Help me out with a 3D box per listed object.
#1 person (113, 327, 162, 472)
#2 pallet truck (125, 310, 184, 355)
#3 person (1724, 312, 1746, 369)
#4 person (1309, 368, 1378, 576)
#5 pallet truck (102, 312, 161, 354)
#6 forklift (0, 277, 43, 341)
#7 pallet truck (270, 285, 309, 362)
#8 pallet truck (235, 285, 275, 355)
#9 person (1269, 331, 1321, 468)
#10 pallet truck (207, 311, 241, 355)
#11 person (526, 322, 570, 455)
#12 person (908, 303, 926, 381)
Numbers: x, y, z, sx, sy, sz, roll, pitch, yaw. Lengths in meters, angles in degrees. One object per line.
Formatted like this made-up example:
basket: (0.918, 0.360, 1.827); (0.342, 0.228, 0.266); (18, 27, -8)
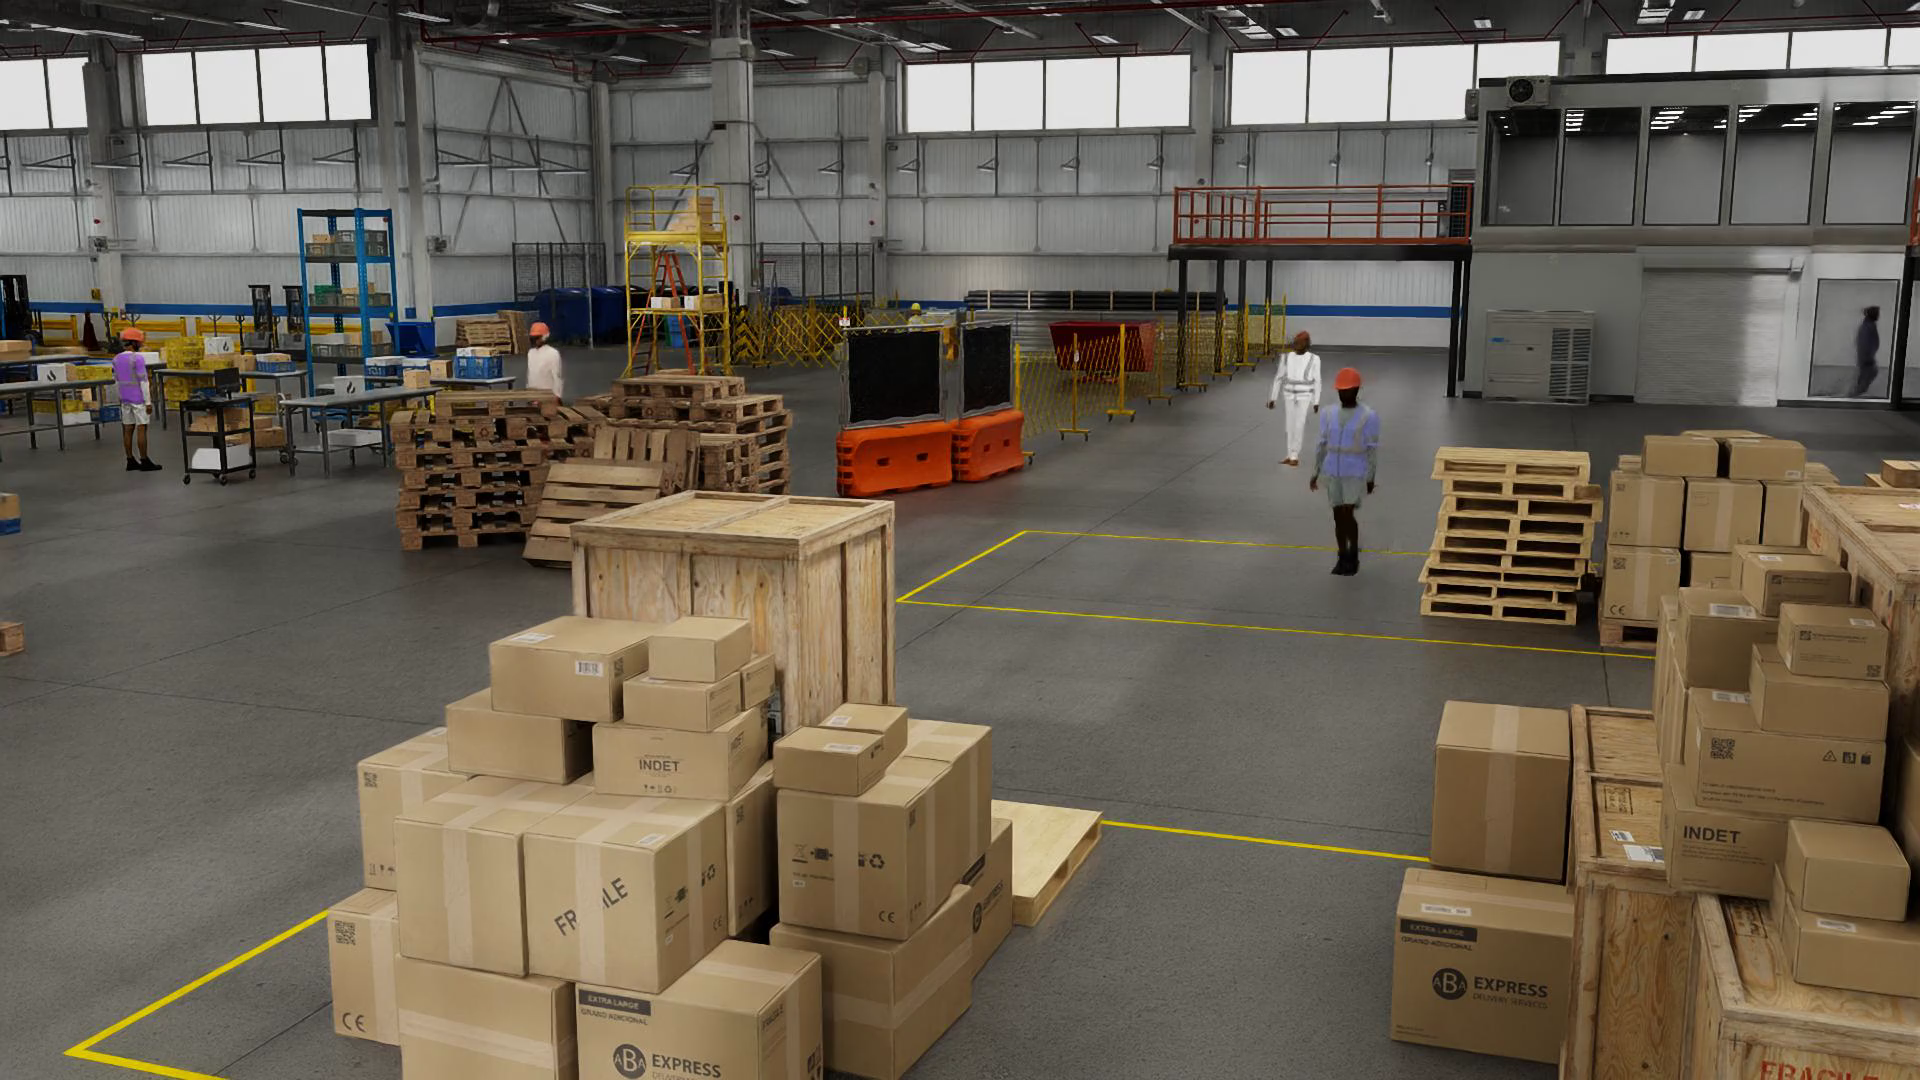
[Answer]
person: (-11.074, -1.886, 22.340); (0.545, 1.942, 0.349); (4, 11, 22)
pallet truck: (-22.038, -5.665, 45.457); (0.704, 1.261, 1.522); (3, 11, 17)
person: (18.310, -4.740, 39.277); (0.528, 1.620, 0.366); (5, 11, 26)
person: (3.508, -0.616, 15.250); (0.554, 1.919, 0.505); (8, 13, 39)
pallet truck: (-23.057, -5.777, 46.261); (0.680, 1.201, 1.601); (3, 11, 19)
forklift: (-27.151, -6.329, 46.328); (1.157, 1.987, 2.680); (3, 11, 17)
pallet truck: (-17.147, -5.700, 43.663); (0.823, 1.965, 1.885); (3, 11, 17)
pallet truck: (-18.327, -5.835, 44.421); (0.823, 1.965, 1.885); (4, 11, 23)
person: (4.585, -1.910, 22.756); (0.644, 1.870, 0.451); (7, 13, 36)
pallet truck: (-19.537, -5.575, 44.913); (0.653, 1.274, 1.630); (3, 11, 19)
person: (-5.746, -2.040, 23.105); (0.619, 1.977, 0.589); (7, 13, 36)
person: (-0.972, -4.426, 37.200); (0.483, 1.745, 0.302); (-9, 13, -41)
